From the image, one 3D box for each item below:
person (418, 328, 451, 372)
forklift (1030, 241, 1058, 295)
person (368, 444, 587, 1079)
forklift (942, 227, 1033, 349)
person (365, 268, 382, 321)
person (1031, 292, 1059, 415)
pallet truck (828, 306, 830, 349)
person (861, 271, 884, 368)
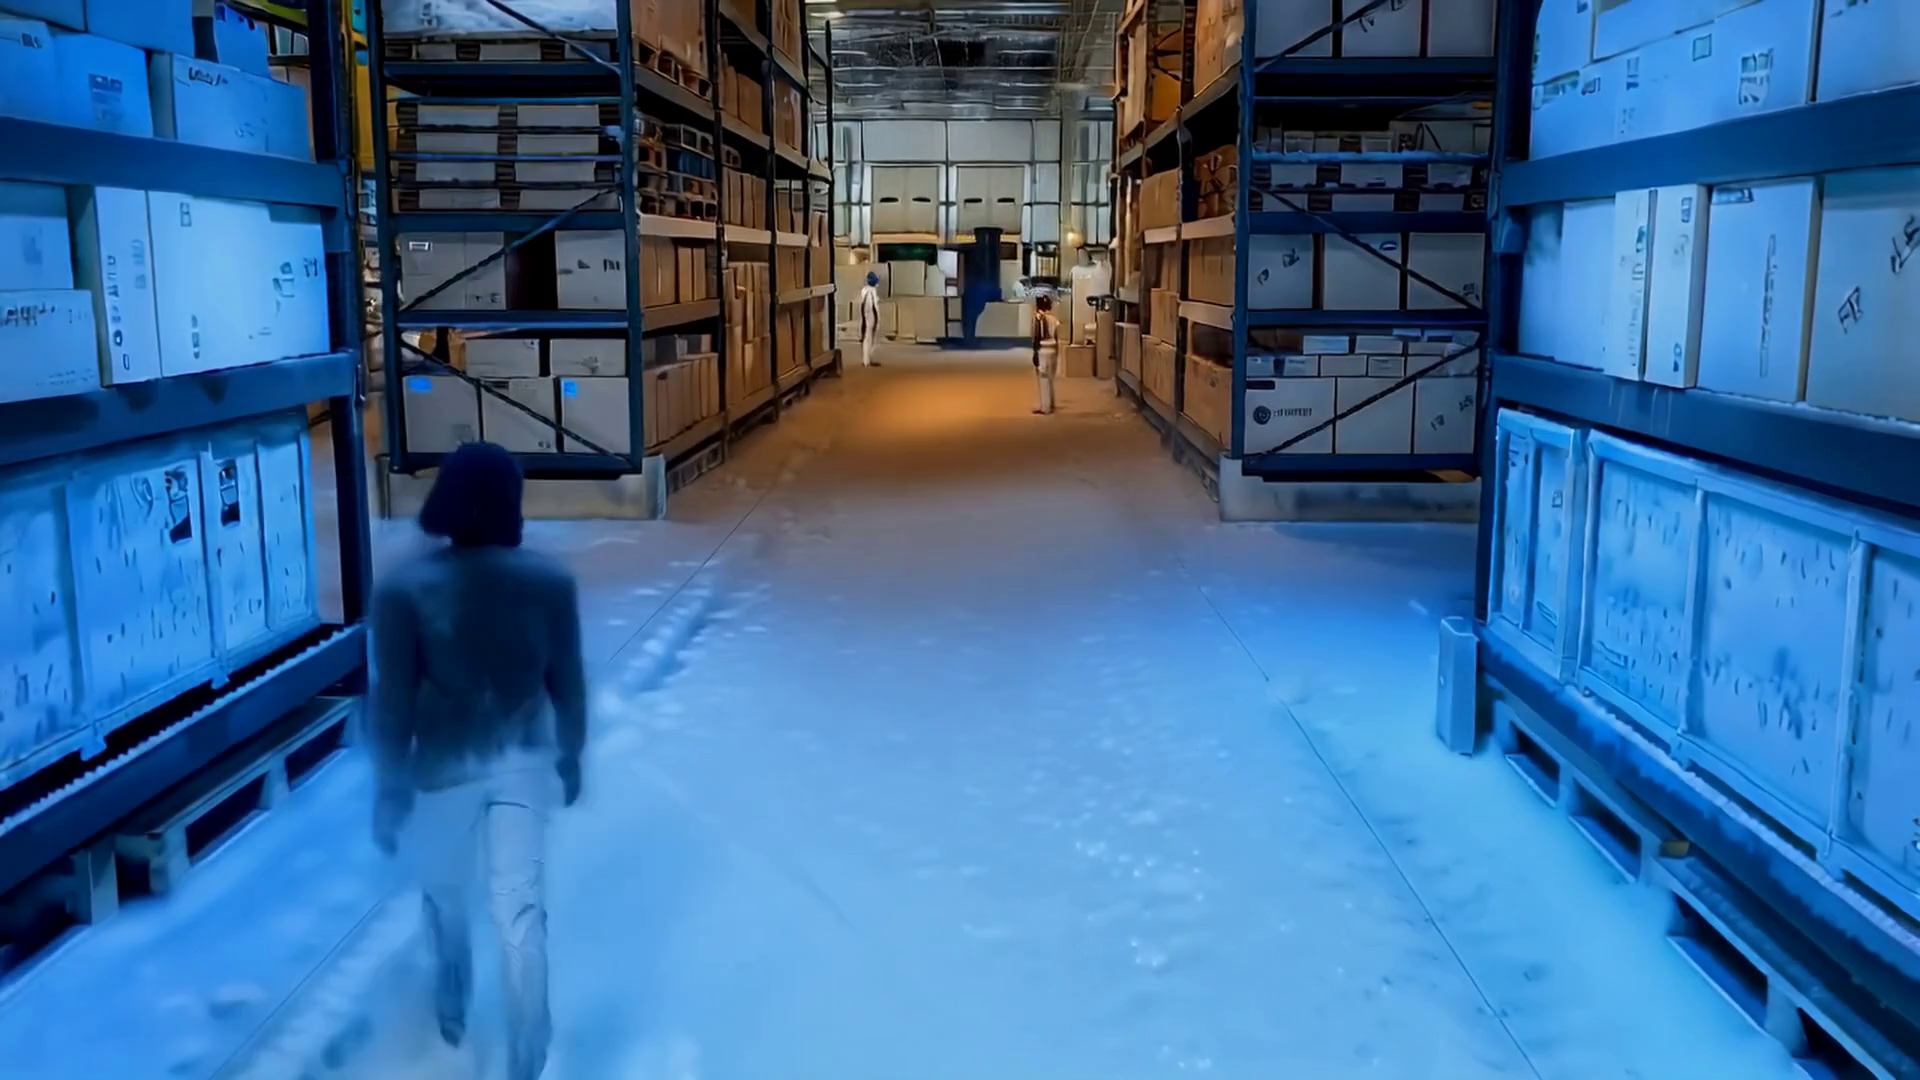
[{"bbox_3d":[-6.170,-2.200,19.615,0.392,1.920,0.587,-7,12,-37],"label":"person"},{"bbox_3d":[3.226,-10.111,64.124,1.129,2.768,1.873,0,9,1],"label":"forklift"},{"bbox_3d":[-1.176,0.564,4.049,0.547,1.579,0.810,-4,10,-25],"label":"person"},{"bbox_3d":[0.667,-5.872,38.734,1.873,2.768,1.129,4,10,23],"label":"forklift"},{"bbox_3d":[-19.991,-8.353,56.746,0.477,1.828,0.629,5,11,27],"label":"person"},{"bbox_3d":[1.133,-2.474,22.132,0.318,1.630,0.513,6,11,31],"label":"person"},{"bbox_3d":[-3.100,-3.940,29.800,1.885,1.965,0.823,3,10,19],"label":"pallet truck"},{"bbox_3d":[-1.712,-4.233,31.970,0.330,1.861,0.518,-6,11,-31],"label":"person"}]
